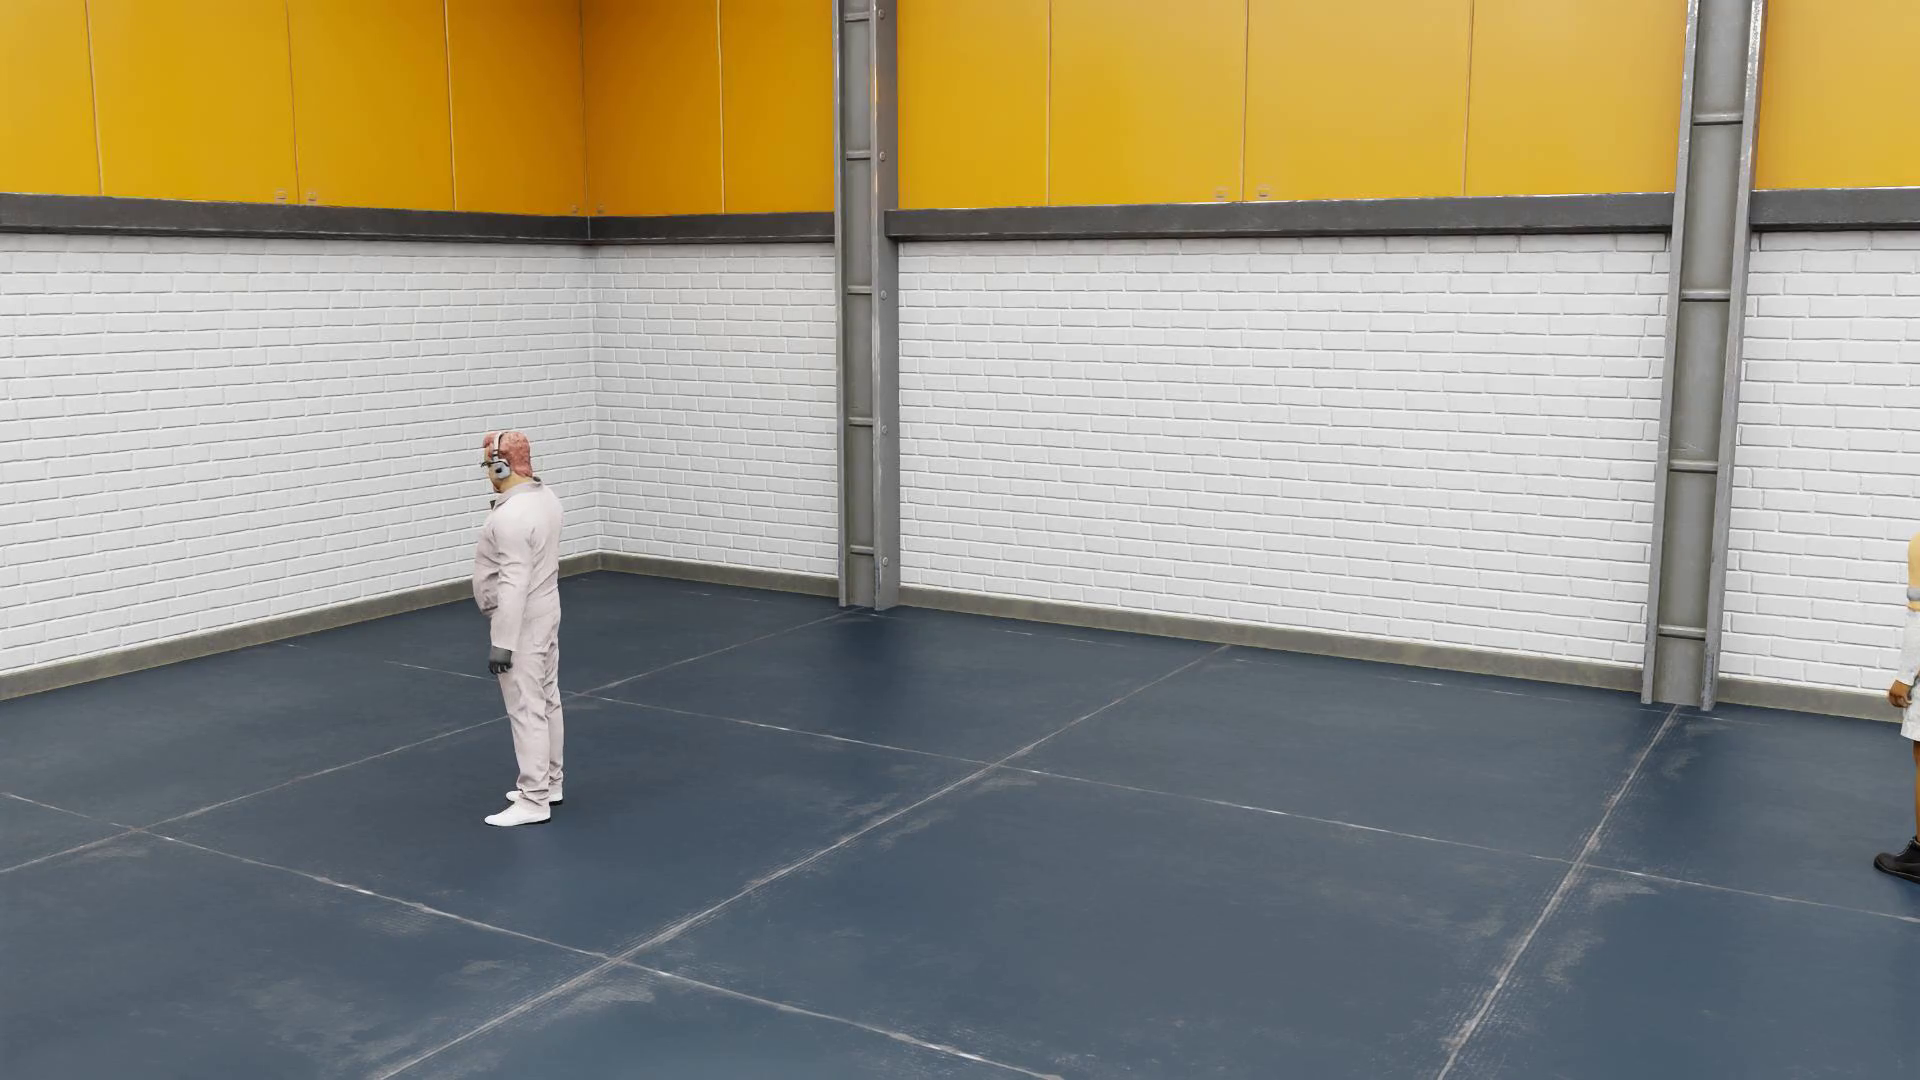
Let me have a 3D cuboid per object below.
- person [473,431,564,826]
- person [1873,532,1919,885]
[{"bbox_3d":[-2.134,0.422,8.026,0.406,1.902,0.638,0,9,3],"label":"person"},{"bbox_3d":[4.282,0.535,7.204,0.542,1.938,0.357,-2,9,-13],"label":"person"}]
